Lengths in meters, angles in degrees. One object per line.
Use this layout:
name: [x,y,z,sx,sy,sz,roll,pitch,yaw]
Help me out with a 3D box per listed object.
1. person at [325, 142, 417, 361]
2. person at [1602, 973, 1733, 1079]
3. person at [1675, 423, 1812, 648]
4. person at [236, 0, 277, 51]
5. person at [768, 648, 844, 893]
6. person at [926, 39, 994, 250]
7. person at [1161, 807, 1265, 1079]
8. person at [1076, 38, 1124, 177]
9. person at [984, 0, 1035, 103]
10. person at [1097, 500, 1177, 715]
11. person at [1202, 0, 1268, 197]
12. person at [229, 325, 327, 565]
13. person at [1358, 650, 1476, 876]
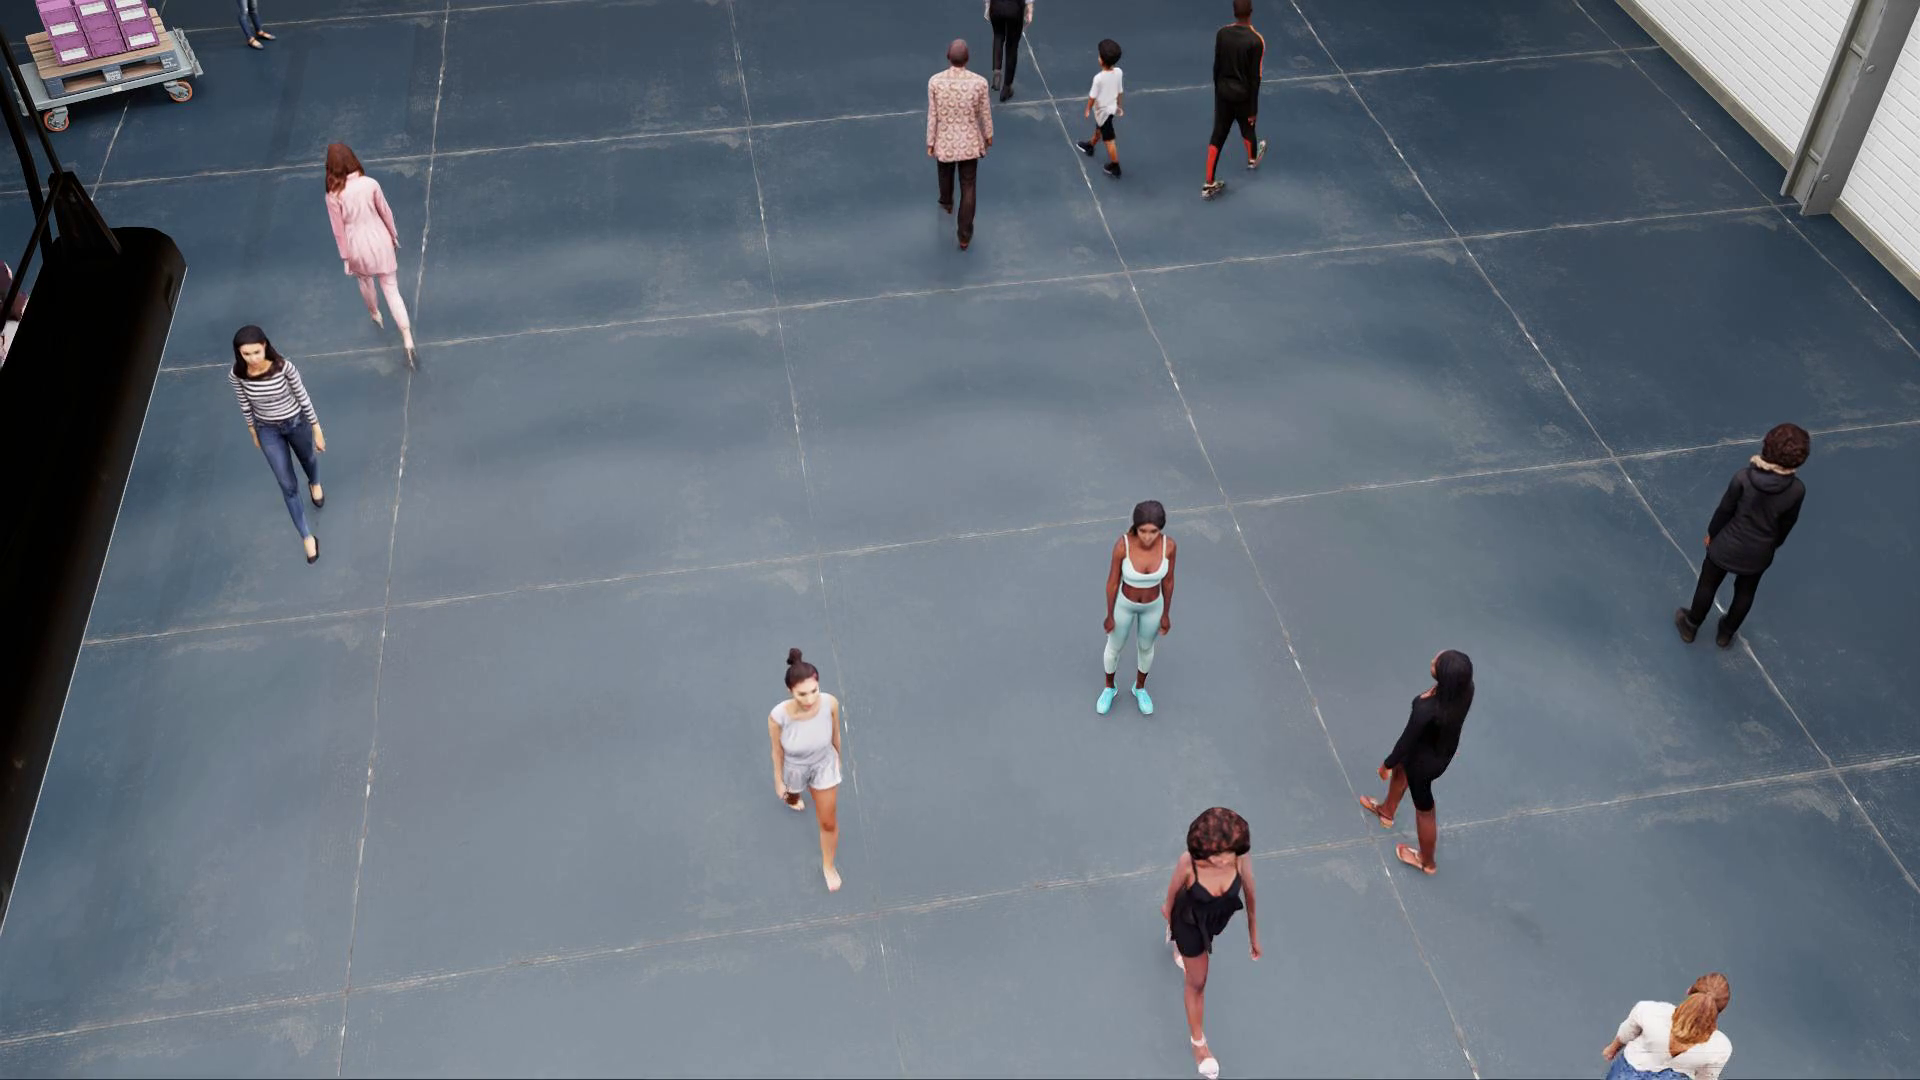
person: [-4.517,-2.175,12.821,0.911,1.762,1.215,-22,48,-22]
person: [3.240,2.603,7.851,0.965,1.699,1.094,20,47,19]
person: [4.973,-0.001,10.527,0.717,1.779,0.727,11,45,12]
person: [-7.257,-5.641,16.786,0.631,1.311,0.549,14,45,14]
person: [-0.885,1.229,9.381,0.638,1.579,1.029,-12,45,-12]
person: [-0.015,-3.281,13.975,0.886,1.771,1.142,2,44,2]
person: [1.235,1.876,8.591,0.651,1.732,1.136,-13,45,-14]
person: [1.347,-3.870,14.986,0.755,1.229,0.937,-28,50,-26]
person: [0.414,-4.943,15.749,0.781,1.732,0.805,13,45,14]
person: [1.083,0.411,10.135,0.597,1.724,0.580,0,44,0]
person: [2.348,-3.837,14.565,1.159,1.763,1.211,28,50,27]
person: [-4.599,-0.772,11.367,0.735,1.737,1.169,-13,45,-13]
person: [2.674,1.267,9.256,0.882,1.696,0.982,-34,53,-30]
